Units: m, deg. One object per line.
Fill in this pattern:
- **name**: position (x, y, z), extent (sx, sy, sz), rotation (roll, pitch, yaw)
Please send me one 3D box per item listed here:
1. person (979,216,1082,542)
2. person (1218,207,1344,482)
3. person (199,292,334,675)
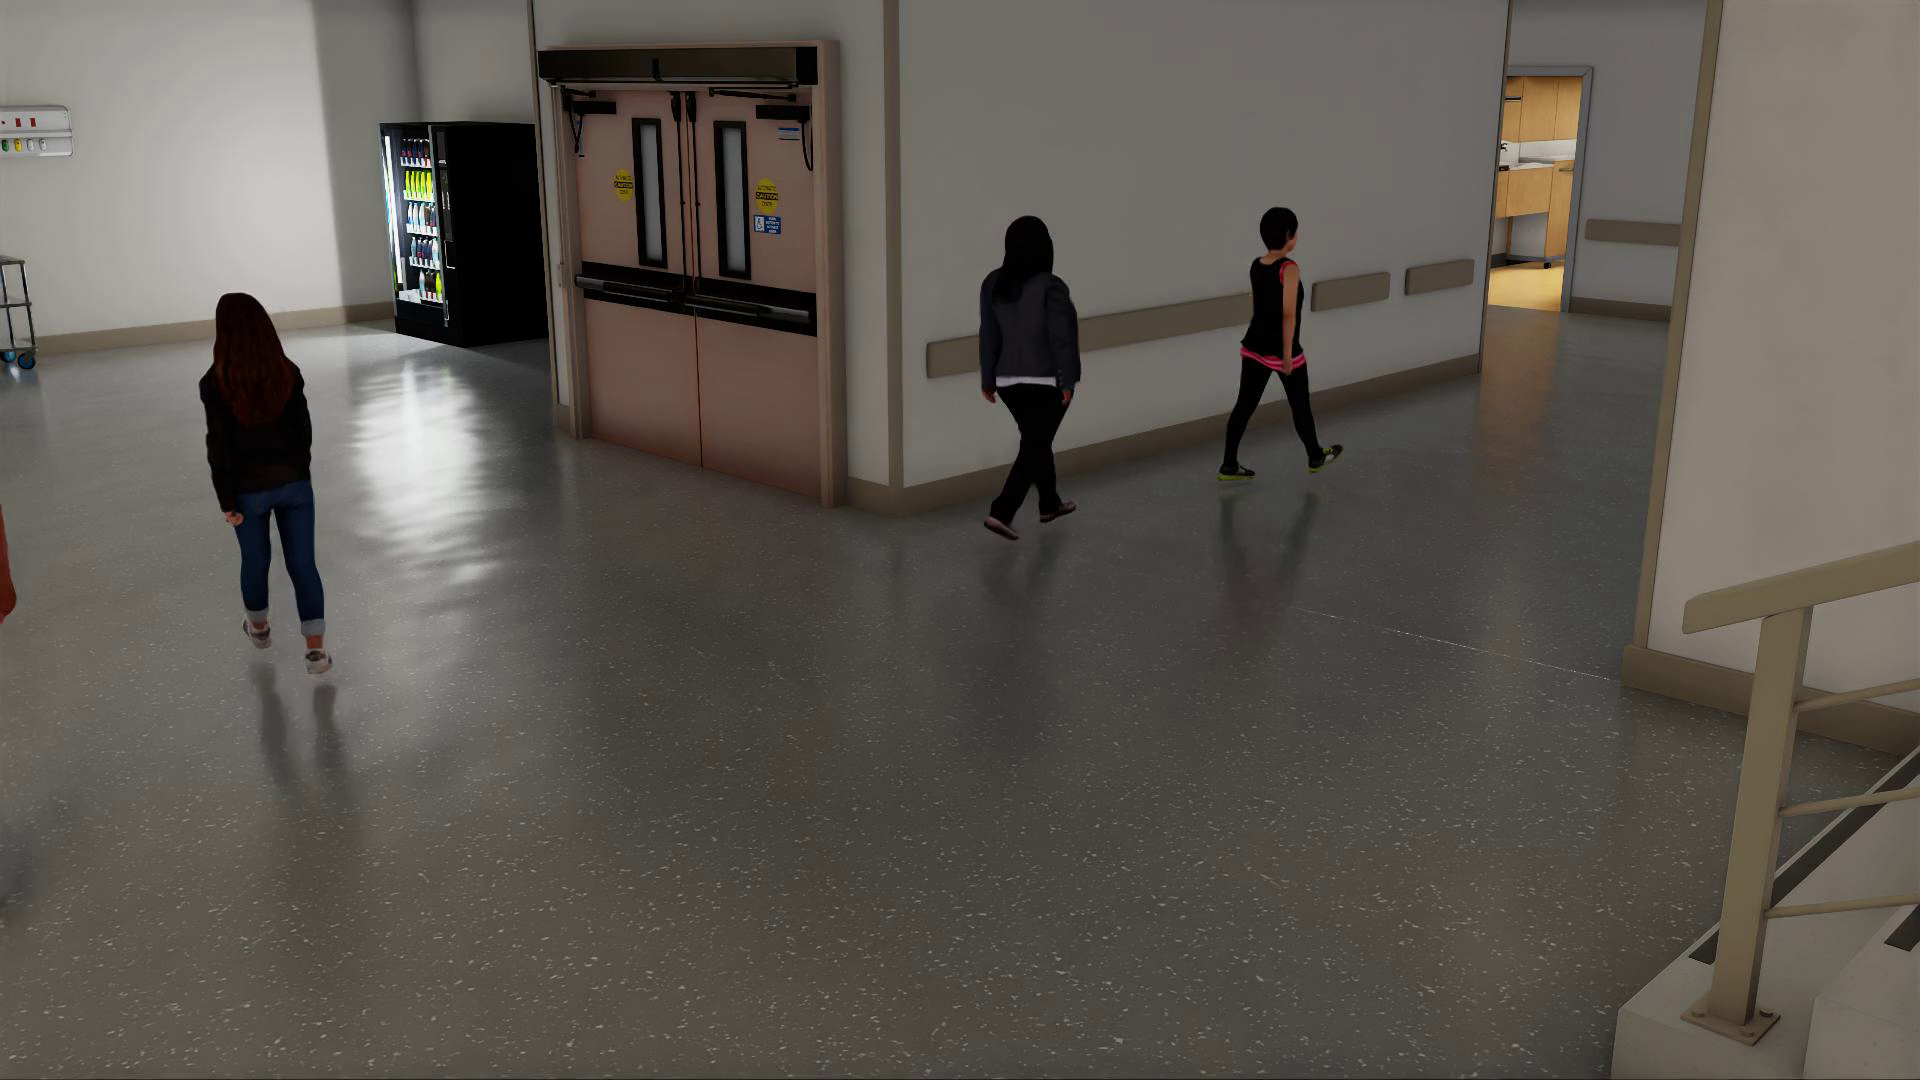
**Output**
- **person**: position (0.316, -0.762, 8.140), extent (0.965, 1.572, 0.741), rotation (14, 21, 41)
- **person**: position (1.671, -1.048, 9.253), extent (0.775, 1.517, 0.990), rotation (-9, 18, -30)
- **person**: position (-2.591, -0.178, 6.302), extent (0.713, 1.444, 1.048), rotation (-9, 18, -30)
